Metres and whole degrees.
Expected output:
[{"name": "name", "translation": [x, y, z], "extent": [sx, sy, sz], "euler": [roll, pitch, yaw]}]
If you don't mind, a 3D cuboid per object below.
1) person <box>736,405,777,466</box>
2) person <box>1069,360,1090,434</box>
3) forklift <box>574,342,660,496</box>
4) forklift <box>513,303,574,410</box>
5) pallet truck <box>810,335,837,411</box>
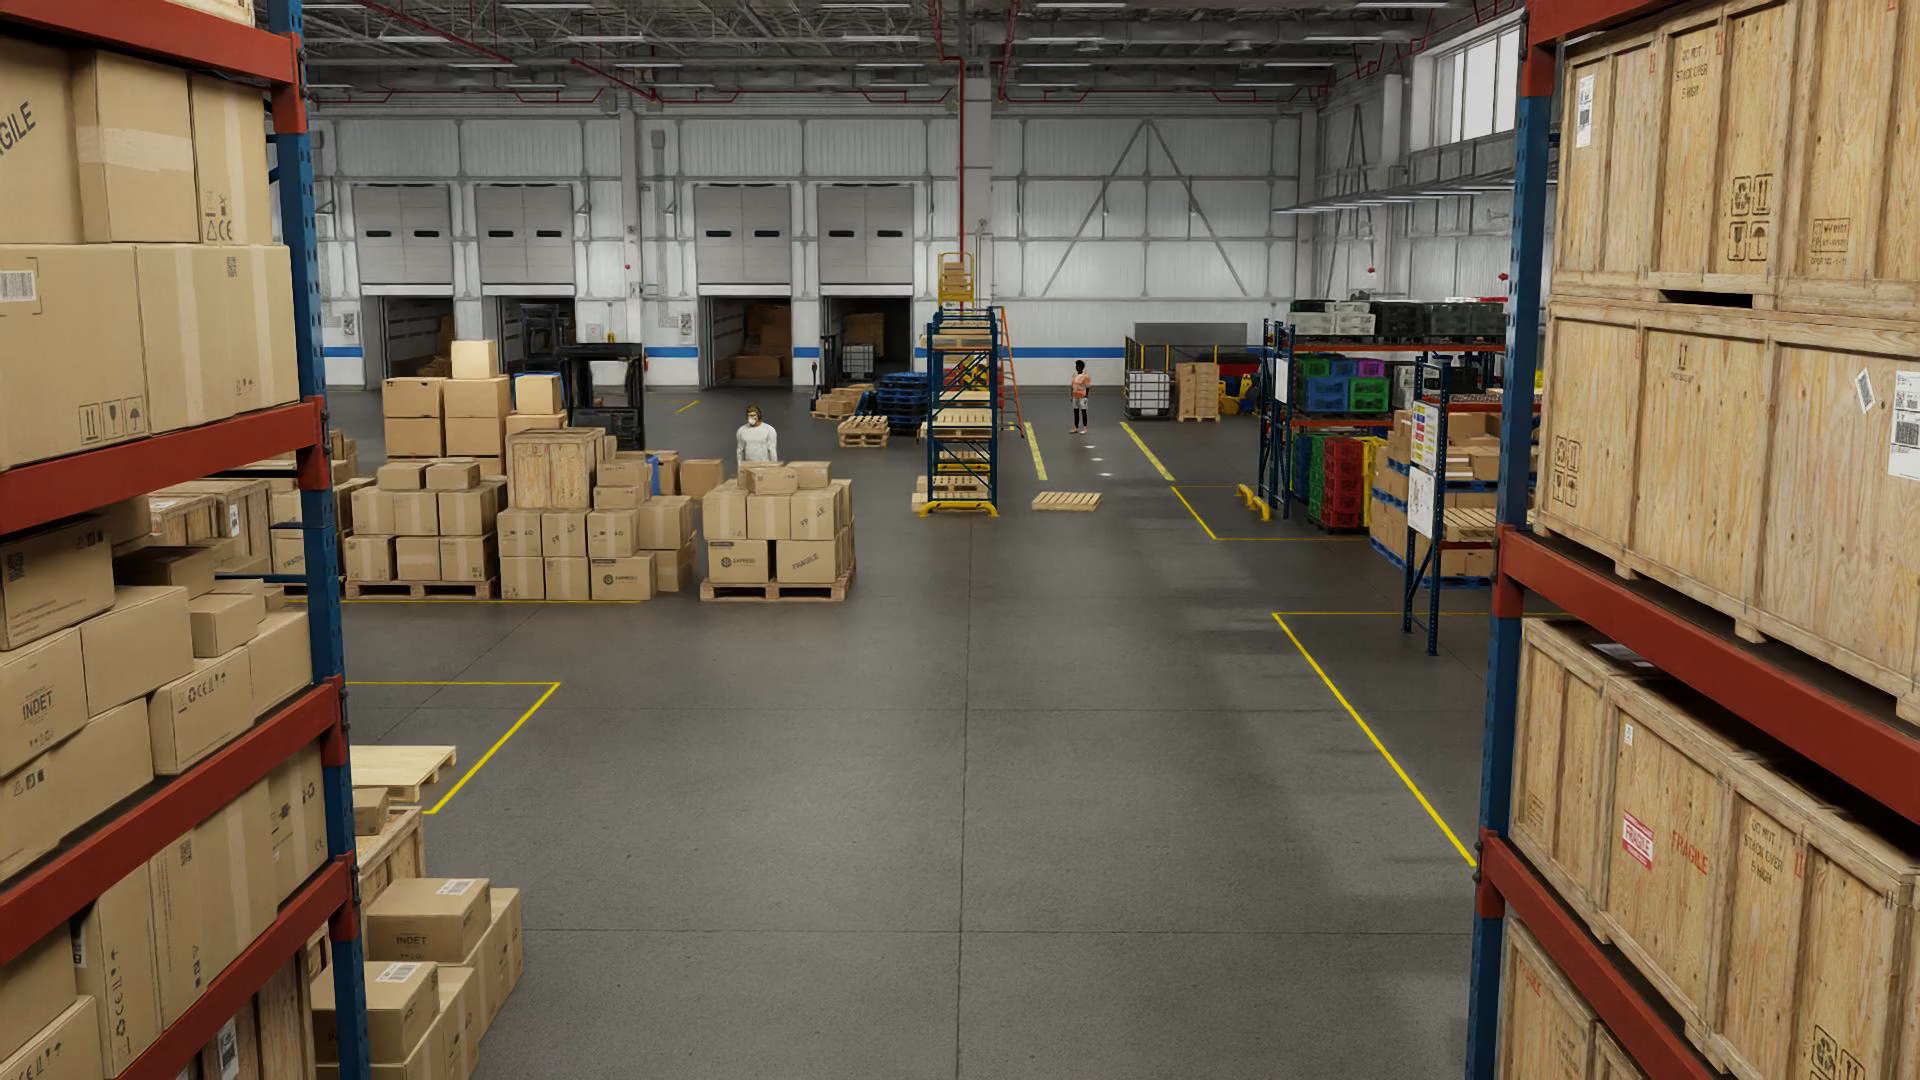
[{"name": "person", "translation": [-2.974, -1.018, 24.342], "extent": [0.629, 1.929, 0.363], "euler": [3, 10, 15]}, {"name": "person", "translation": [2.725, -3.252, 37.880], "extent": [0.318, 1.697, 0.535], "euler": [-9, 14, -44]}, {"name": "forklift", "translation": [-5.084, -1.487, 24.283], "extent": [1.129, 2.768, 1.873], "euler": [0, 10, 1]}, {"name": "forklift", "translation": [-10.722, -4.664, 42.608], "extent": [1.129, 2.768, 1.873], "euler": [0, 10, 1]}, {"name": "pallet truck", "translation": [-3.021, -4.312, 43.126], "extent": [1.885, 1.965, 0.823], "euler": [3, 10, 17]}]
